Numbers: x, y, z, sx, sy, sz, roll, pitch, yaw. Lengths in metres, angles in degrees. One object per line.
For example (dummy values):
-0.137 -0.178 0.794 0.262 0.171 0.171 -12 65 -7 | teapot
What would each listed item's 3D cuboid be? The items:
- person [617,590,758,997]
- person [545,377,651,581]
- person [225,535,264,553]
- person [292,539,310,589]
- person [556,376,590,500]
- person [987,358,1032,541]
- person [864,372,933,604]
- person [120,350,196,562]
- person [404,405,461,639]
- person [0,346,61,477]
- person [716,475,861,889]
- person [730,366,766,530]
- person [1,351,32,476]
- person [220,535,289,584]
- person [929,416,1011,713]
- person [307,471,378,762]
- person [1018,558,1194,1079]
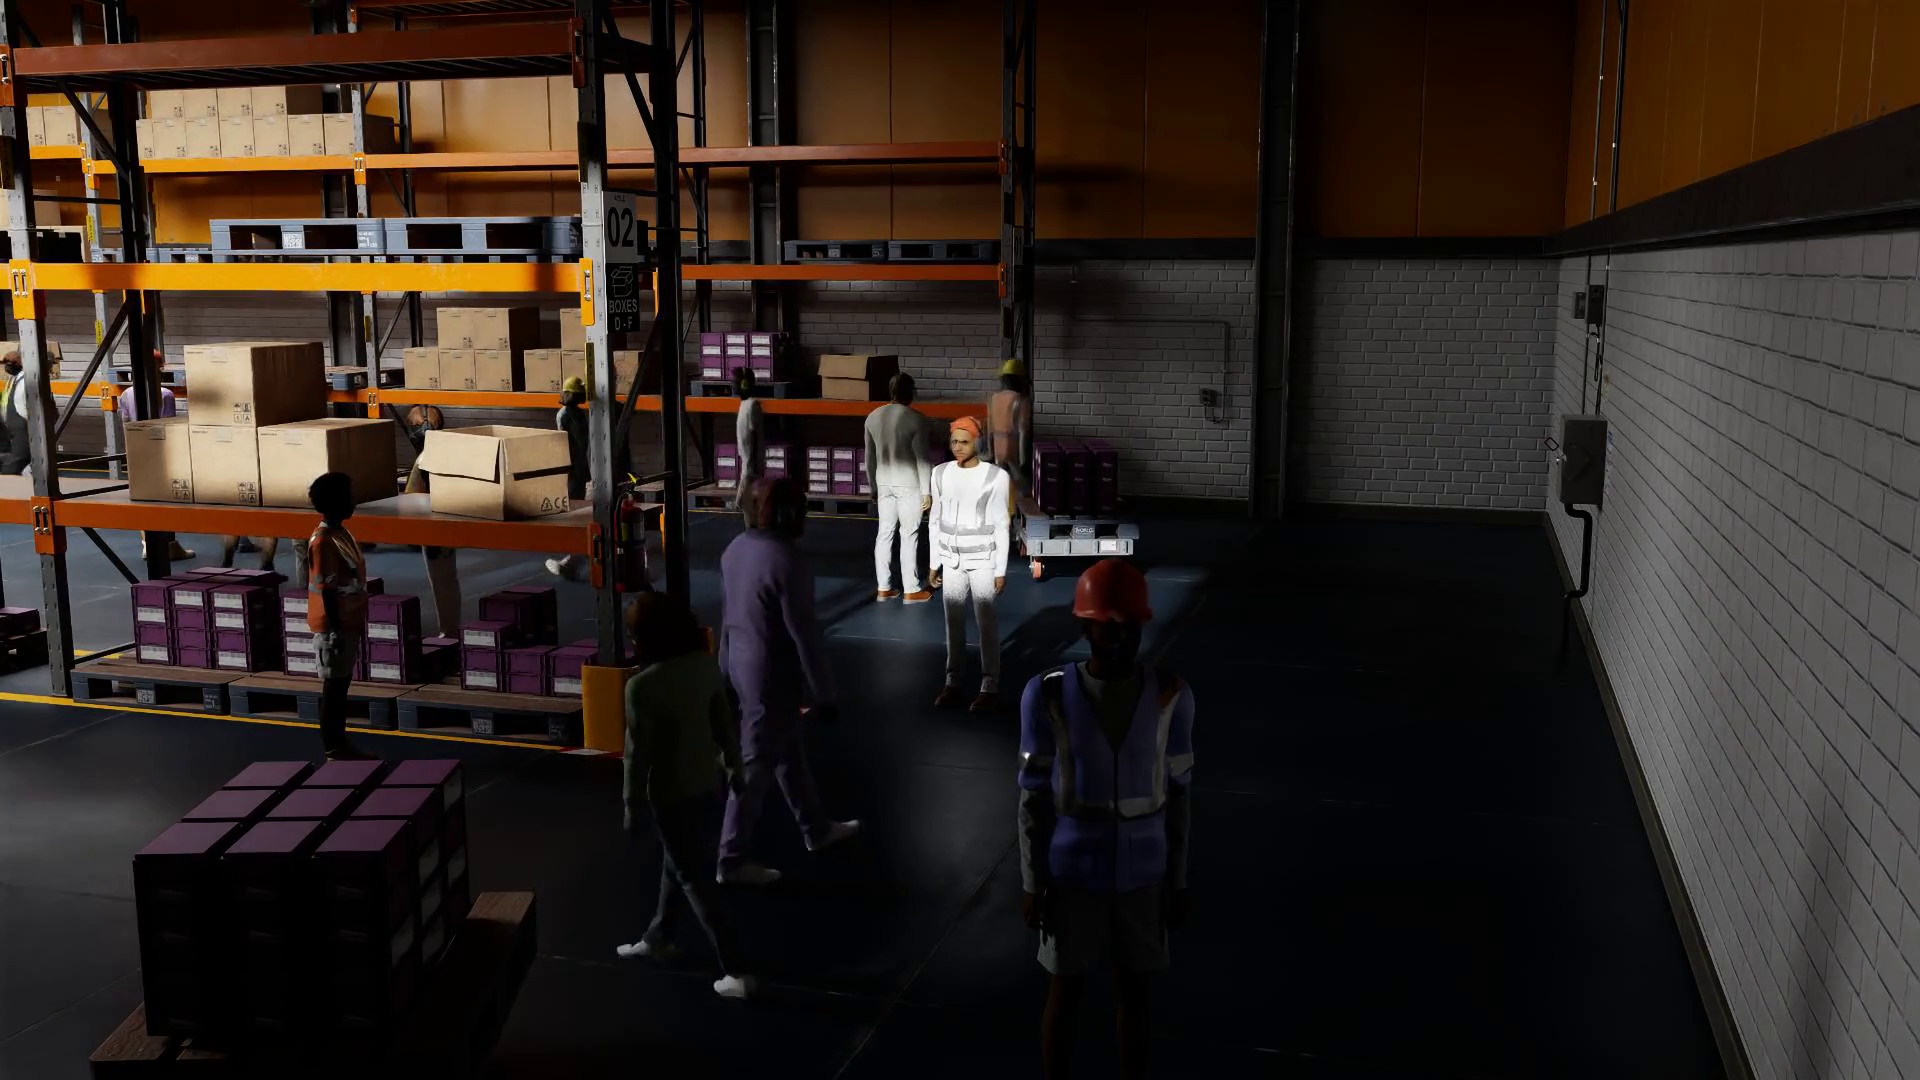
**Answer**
-1.063 0.979 6.449 0.788 1.603 0.564 6 11 31 | person
-3.226 -0.588 14.832 0.962 1.948 0.623 3 10 16 | person
-7.107 -0.756 16.456 0.523 1.759 0.350 8 12 41 | person
-5.144 -0.270 13.257 0.590 1.833 0.404 -6 11 -31 | person
-3.789 -0.741 16.397 0.293 1.745 0.486 2 9 10 | person
0.460 -0.887 16.844 0.589 1.899 0.817 8 12 41 | person
-0.506 -0.434 13.931 0.634 1.938 0.355 6 11 32 | person
-7.679 -0.811 15.898 0.608 2.048 0.365 3 10 16 | person
-3.757 -0.048 11.904 0.429 1.837 0.629 -3 10 -16 | person
-10.669 -1.329 19.076 1.194 2.000 0.694 -9 13 -43 | person
-0.765 0.634 7.644 0.931 1.862 0.669 -6 11 -31 | person
-2.000 -0.754 16.113 0.469 1.858 0.543 -3 10 -15 | person
-11.059 -1.315 19.639 0.624 1.836 0.429 9 13 44 | person
-6.254 -0.531 14.665 0.754 1.898 0.378 -1 9 -5 | person
0.056 0.149 10.565 0.577 1.879 0.351 6 11 31 | person
-3.420 0.467 9.172 0.318 1.699 0.535 -2 10 -12 | person
0.451 1.010 5.120 0.548 1.942 0.347 -1 9 -5 | person
